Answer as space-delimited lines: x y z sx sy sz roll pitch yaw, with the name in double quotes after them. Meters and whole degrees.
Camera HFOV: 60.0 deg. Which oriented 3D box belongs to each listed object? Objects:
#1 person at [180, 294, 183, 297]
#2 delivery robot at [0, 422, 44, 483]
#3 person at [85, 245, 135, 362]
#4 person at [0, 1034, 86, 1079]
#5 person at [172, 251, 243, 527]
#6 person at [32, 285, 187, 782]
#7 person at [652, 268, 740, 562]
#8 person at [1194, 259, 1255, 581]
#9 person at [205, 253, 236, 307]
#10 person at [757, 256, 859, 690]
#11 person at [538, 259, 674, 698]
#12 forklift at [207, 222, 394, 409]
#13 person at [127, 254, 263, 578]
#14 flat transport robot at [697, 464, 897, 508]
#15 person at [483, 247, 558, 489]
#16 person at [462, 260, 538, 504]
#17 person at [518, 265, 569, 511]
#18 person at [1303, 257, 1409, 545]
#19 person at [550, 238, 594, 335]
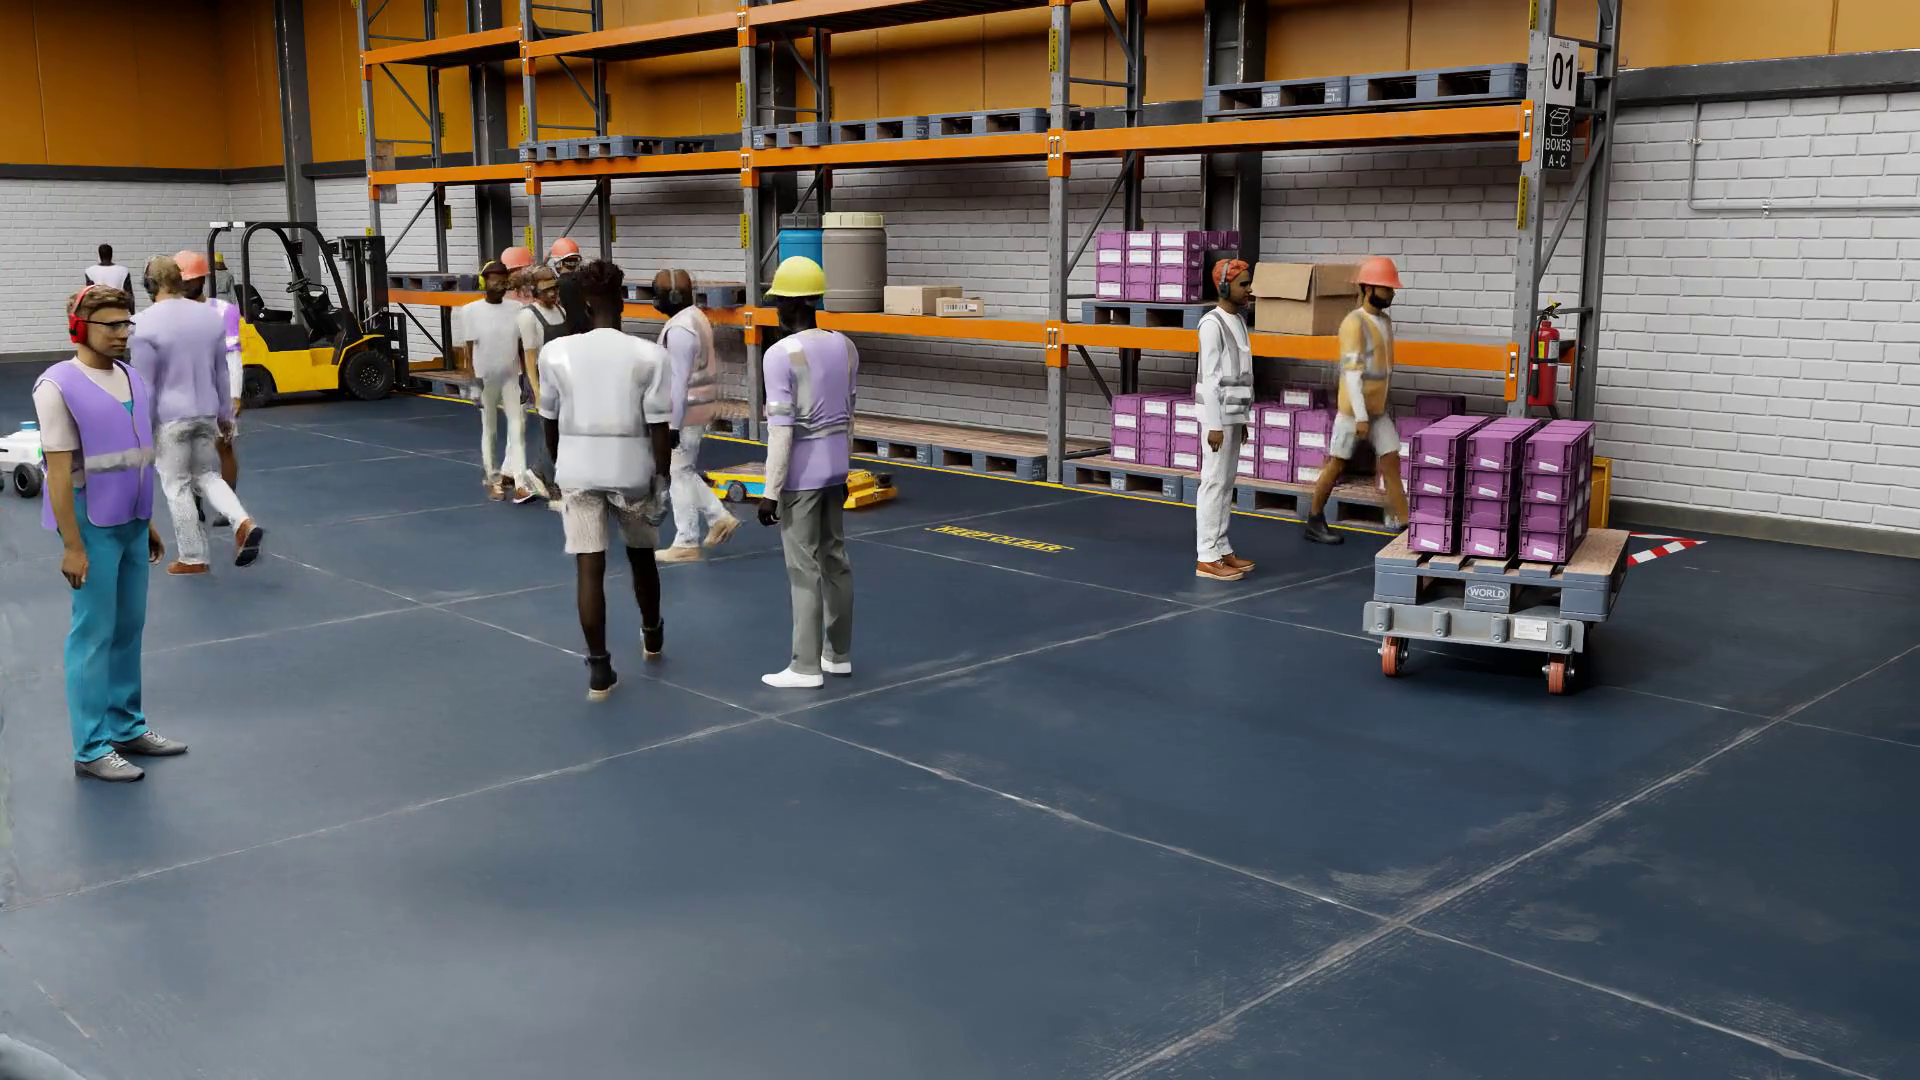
-11.001 -3.085 23.425 0.541 1.647 0.871 -3 11 -18 "person"
-7.312 -0.688 13.096 0.707 0.478 0.477 6 12 28 "delivery robot"
-12.455 -3.383 24.435 0.618 1.868 0.970 -5 11 -24 "person"
-1.975 0.643 3.238 0.776 1.607 0.507 -3 11 -14 "person"
-5.211 -1.022 11.459 0.573 1.913 0.565 -1 10 -7 "person"
-3.218 -0.030 6.248 0.374 1.840 0.571 1 10 3 "person"
-1.699 -0.758 10.262 0.452 1.826 0.632 0 10 -1 "person"
1.578 -0.713 9.863 0.354 1.883 0.576 5 11 24 "person"
-11.913 -3.747 26.789 0.297 1.743 0.493 9 14 40 "person"
-0.688 -0.292 7.437 0.365 1.930 0.585 6 12 32 "person"
-1.591 -0.303 7.566 0.601 1.909 0.973 -1 10 -7 "person"
-8.169 -2.758 20.163 2.313 2.155 1.214 -10 14 -44 "forklift"
-4.475 -0.698 9.691 0.592 1.918 0.642 5 11 25 "person"
-1.267 -0.432 12.727 1.431 0.197 0.652 5 11 25 "flat transport robot"
-3.404 -1.388 13.415 0.664 1.953 1.010 7 12 32 "person"
-3.436 -1.166 12.463 0.517 1.831 0.851 -6 12 -29 "person"
-3.026 -1.094 12.139 0.473 1.815 0.541 4 11 20 "person"
2.635 -0.854 10.632 1.012 1.878 0.571 10 14 43 "person"
-3.436 -1.654 14.688 0.377 1.995 0.608 7 13 35 "person"
